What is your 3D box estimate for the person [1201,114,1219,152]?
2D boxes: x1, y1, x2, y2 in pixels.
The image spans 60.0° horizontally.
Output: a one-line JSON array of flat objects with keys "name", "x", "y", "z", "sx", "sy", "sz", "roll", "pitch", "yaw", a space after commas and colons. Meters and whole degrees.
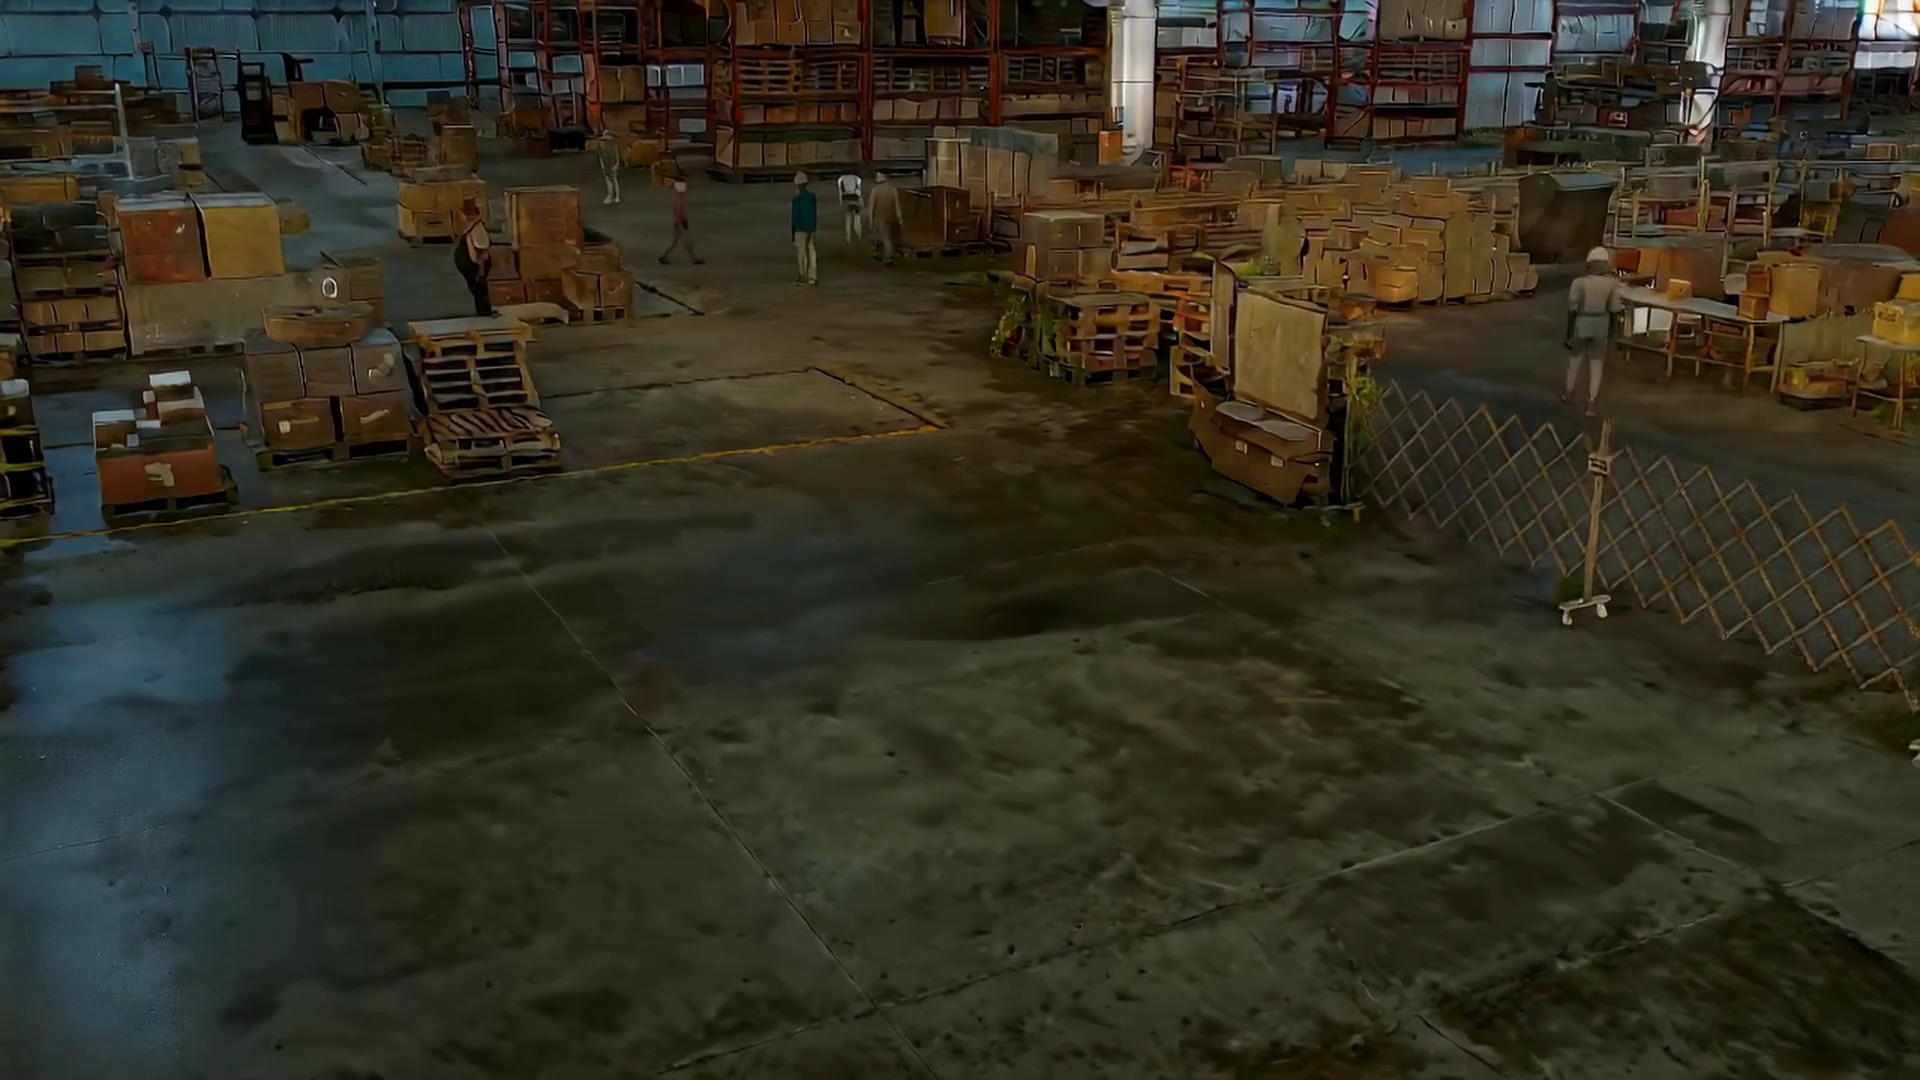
[{"name": "person", "x": 7.629, "y": -12.119, "z": 50.605, "sx": 0.540, "sy": 1.649, "sz": 0.891, "roll": 12, "pitch": 22, "yaw": 34}]

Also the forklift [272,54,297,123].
[{"name": "forklift", "x": -28.330, "y": -19.148, "z": 70.531, "sx": 1.873, "sy": 2.768, "sz": 1.129, "roll": -9, "pitch": 20, "yaw": -26}]

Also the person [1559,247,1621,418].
[{"name": "person", "x": 7.656, "y": -2.548, "z": 20.212, "sx": 0.633, "sy": 1.985, "sz": 1.033, "roll": 3, "pitch": 18, "yaw": 8}]

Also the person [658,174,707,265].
[{"name": "person", "x": -5.372, "y": -6.110, "z": 31.757, "sx": 0.910, "sy": 1.726, "sz": 0.530, "roll": 1, "pitch": 18, "yaw": 2}]

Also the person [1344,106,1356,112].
[{"name": "person", "x": 16.104, "y": -17.893, "z": 68.703, "sx": 0.876, "sy": 1.595, "sz": 0.552, "roll": -7, "pitch": 19, "yaw": -21}]

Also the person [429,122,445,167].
[{"name": "person", "x": -13.547, "y": -9.804, "z": 42.925, "sx": 0.836, "sy": 1.942, "sz": 0.607, "roll": 1, "pitch": 18, "yaw": 2}]

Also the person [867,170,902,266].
[{"name": "person", "x": -1.450, "y": -6.185, "z": 31.929, "sx": 0.650, "sy": 1.770, "sz": 0.975, "roll": -13, "pitch": 22, "yaw": -35}]

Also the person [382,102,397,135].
[{"name": "person", "x": -18.553, "y": -13.289, "z": 53.982, "sx": 0.540, "sy": 1.825, "sz": 1.003, "roll": 12, "pitch": 21, "yaw": 32}]

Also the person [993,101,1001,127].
[{"name": "person", "x": 1.058, "y": -13.278, "z": 53.915, "sx": 1.015, "sy": 1.858, "sz": 0.690, "roll": -1, "pitch": 18, "yaw": -4}]

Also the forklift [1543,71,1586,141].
[{"name": "forklift", "x": 18.685, "y": -13.231, "z": 52.085, "sx": 1.873, "sy": 2.768, "sz": 1.129, "roll": -9, "pitch": 20, "yaw": -26}]

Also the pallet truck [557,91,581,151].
[{"name": "pallet truck", "x": -13.495, "y": -14.412, "z": 57.188, "sx": 0.823, "sy": 1.965, "sz": 1.885, "roll": -3, "pitch": 18, "yaw": -9}]

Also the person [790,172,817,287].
[{"name": "person", "x": -2.759, "y": -5.458, "z": 29.276, "sx": 0.386, "sy": 1.992, "sz": 0.624, "roll": 13, "pitch": 22, "yaw": 35}]

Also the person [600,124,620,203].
[{"name": "person", "x": -8.844, "y": -9.484, "z": 41.921, "sx": 0.359, "sy": 1.936, "sz": 0.552, "roll": 14, "pitch": 23, "yaw": 37}]

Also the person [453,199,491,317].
[{"name": "person", "x": -7.291, "y": -4.076, "z": 24.895, "sx": 0.537, "sy": 2.000, "sz": 0.683, "roll": -8, "pitch": 20, "yaw": -24}]

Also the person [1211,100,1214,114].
[{"name": "person", "x": 9.705, "y": -16.372, "z": 63.480, "sx": 1.050, "sy": 1.871, "sz": 0.658, "roll": -14, "pitch": 22, "yaw": -36}]

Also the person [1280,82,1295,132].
[{"name": "person", "x": 12.905, "y": -17.103, "z": 65.695, "sx": 0.641, "sy": 1.924, "sz": 0.543, "roll": -6, "pitch": 19, "yaw": -18}]

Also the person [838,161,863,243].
[{"name": "person", "x": -2.266, "y": -7.105, "z": 34.909, "sx": 0.558, "sy": 1.671, "sz": 0.656, "roll": 4, "pitch": 18, "yaw": 11}]

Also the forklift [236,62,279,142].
[{"name": "forklift", "x": -25.796, "y": -16.044, "z": 60.854, "sx": 1.129, "sy": 2.768, "sz": 1.873, "roll": -9, "pitch": 20, "yaw": -27}]

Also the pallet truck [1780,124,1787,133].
[{"name": "pallet truck", "x": 25.206, "y": -12.542, "z": 52.601, "sx": 1.601, "sy": 1.201, "sz": 0.680, "roll": 0, "pitch": 18, "yaw": -2}]

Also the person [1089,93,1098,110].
[{"name": "person", "x": 5.545, "y": -18.144, "z": 69.307, "sx": 0.317, "sy": 1.694, "sz": 0.543, "roll": -16, "pitch": 24, "yaw": -41}]

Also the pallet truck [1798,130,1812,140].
[{"name": "pallet truck", "x": 25.526, "y": -11.556, "z": 49.408, "sx": 1.630, "sy": 1.274, "sz": 0.653, "roll": -9, "pitch": 20, "yaw": -26}]
